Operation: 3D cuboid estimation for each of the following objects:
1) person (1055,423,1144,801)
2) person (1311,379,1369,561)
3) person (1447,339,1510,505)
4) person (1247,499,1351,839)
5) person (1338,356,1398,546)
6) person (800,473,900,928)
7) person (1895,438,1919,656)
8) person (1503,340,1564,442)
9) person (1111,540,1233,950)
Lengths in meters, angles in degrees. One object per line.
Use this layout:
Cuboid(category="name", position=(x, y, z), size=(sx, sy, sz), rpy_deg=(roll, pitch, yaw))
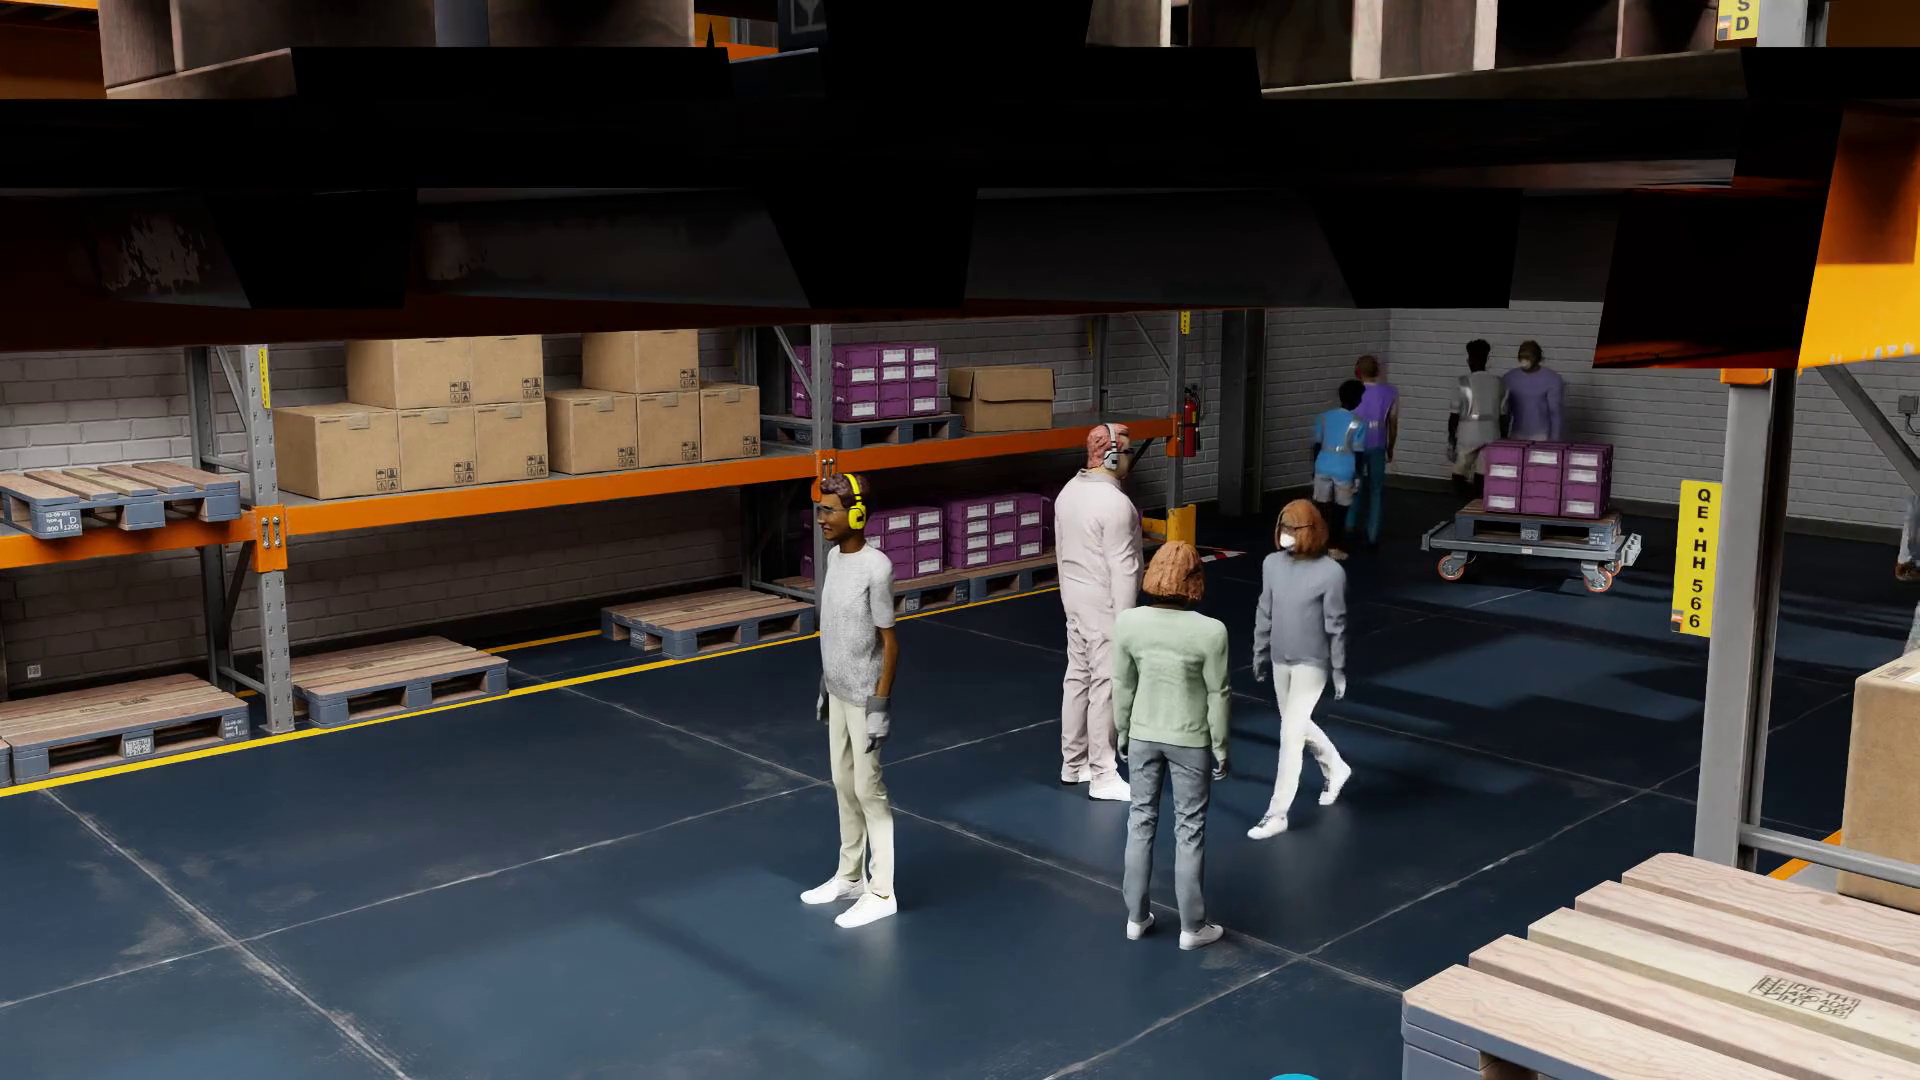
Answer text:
Cuboid(category="person", position=(0.736, 0.358, 8.437), size=(0.402, 1.906, 0.652), rpy_deg=(-4, 11, -23))
Cuboid(category="person", position=(3.301, -0.596, 14.726), size=(0.628, 1.662, 0.563), rpy_deg=(-9, 13, -42))
Cuboid(category="person", position=(5.024, -0.970, 16.110), size=(0.604, 1.947, 0.530), rpy_deg=(-1, 10, -7))
Cuboid(category="person", position=(1.673, 0.582, 8.013), size=(0.800, 1.602, 0.510), rpy_deg=(-7, 12, -37))
Cuboid(category="person", position=(3.906, -0.866, 15.965), size=(0.569, 1.783, 1.028), rpy_deg=(2, 10, 9))
Cuboid(category="person", position=(-0.448, 0.648, 6.844), size=(0.315, 1.869, 0.534), rpy_deg=(-6, 11, -31))
Cuboid(category="person", position=(6.134, 0.103, 10.299), size=(0.926, 1.791, 0.608), rpy_deg=(-1, 10, -4))
Cuboid(category="person", position=(5.656, -1.030, 16.527), size=(0.669, 1.918, 0.418), rpy_deg=(8, 13, 40))
Cuboid(category="person", position=(0.840, 0.808, 6.599), size=(0.503, 1.633, 0.280), rpy_deg=(6, 11, 30))
